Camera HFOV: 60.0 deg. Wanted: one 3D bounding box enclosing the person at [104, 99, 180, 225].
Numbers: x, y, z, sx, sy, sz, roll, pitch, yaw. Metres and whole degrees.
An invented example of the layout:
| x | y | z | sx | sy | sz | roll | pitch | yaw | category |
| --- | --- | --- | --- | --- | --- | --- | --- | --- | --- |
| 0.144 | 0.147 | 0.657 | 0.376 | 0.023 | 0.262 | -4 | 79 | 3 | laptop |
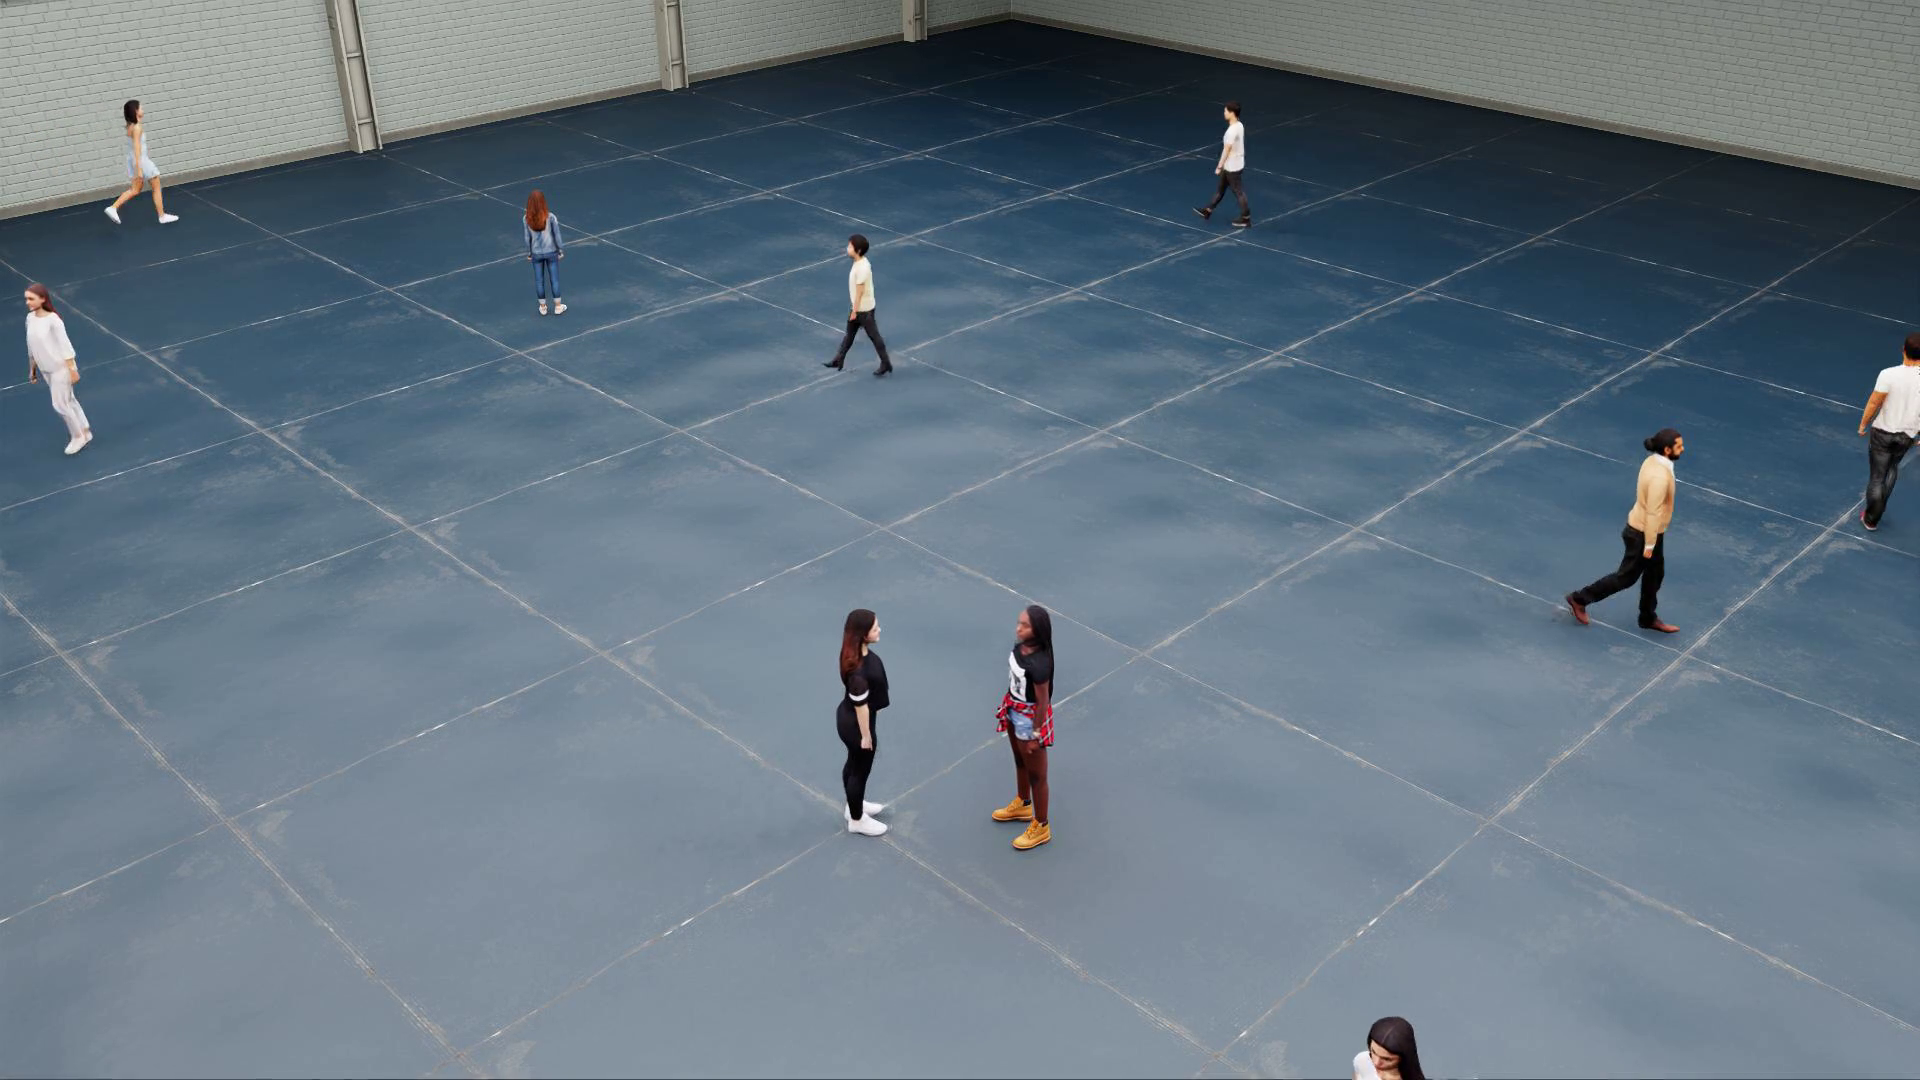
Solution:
| x | y | z | sx | sy | sz | roll | pitch | yaw | category |
| --- | --- | --- | --- | --- | --- | --- | --- | --- | --- |
| -11.096 | -4.991 | 22.282 | 1.142 | 1.685 | 0.675 | -19 | 34 | -32 | person |

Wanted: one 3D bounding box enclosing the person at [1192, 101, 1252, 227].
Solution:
| x | y | z | sx | sy | sz | roll | pitch | yaw | category |
| --- | --- | --- | --- | --- | --- | --- | --- | --- | --- |
| 3.754 | -5.020 | 22.341 | 1.029 | 1.680 | 1.096 | 7 | 29 | 14 | person |

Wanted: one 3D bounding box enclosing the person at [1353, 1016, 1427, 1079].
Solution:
| x | y | z | sx | sy | sz | roll | pitch | yaw | category |
| --- | --- | --- | --- | --- | --- | --- | --- | --- | --- |
| 1.971 | 2.809 | 7.554 | 0.891 | 1.760 | 0.721 | -18 | 33 | -29 | person |

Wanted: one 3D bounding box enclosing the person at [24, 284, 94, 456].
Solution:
| x | y | z | sx | sy | sz | roll | pitch | yaw | category |
| --- | --- | --- | --- | --- | --- | --- | --- | --- | --- |
| -8.686 | -1.692 | 16.098 | 0.704 | 1.674 | 0.744 | 13 | 30 | 22 | person |

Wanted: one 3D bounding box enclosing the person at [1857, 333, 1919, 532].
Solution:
| x | y | z | sx | sy | sz | roll | pitch | yaw | category |
| --- | --- | --- | --- | --- | --- | --- | --- | --- | --- |
| 8.172 | -0.909 | 14.497 | 0.810 | 1.796 | 0.856 | 3 | 28 | 6 | person |

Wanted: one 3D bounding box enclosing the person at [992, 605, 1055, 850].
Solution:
| x | y | z | sx | sy | sz | roll | pitch | yaw | category |
| --- | --- | --- | --- | --- | --- | --- | --- | --- | --- |
| 0.441 | 1.174 | 10.663 | 0.725 | 1.725 | 0.700 | -10 | 30 | -18 | person |

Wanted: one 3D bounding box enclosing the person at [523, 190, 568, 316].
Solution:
| x | y | z | sx | sy | sz | roll | pitch | yaw | category |
| --- | --- | --- | --- | --- | --- | --- | --- | --- | --- |
| -4.866 | -3.364 | 19.447 | 0.628 | 1.477 | 0.703 | -2 | 28 | -4 | person |

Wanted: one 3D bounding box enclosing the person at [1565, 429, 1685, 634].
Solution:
| x | y | z | sx | sy | sz | roll | pitch | yaw | category |
| --- | --- | --- | --- | --- | --- | --- | --- | --- | --- |
| 5.259 | -0.061 | 12.971 | 1.026 | 1.735 | 1.161 | 11 | 30 | 19 | person |

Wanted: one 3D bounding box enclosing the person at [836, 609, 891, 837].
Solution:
| x | y | z | sx | sy | sz | roll | pitch | yaw | category |
| --- | --- | --- | --- | --- | --- | --- | --- | --- | --- |
| -0.654 | 1.164 | 10.772 | 0.754 | 1.639 | 0.714 | -4 | 28 | -8 | person |

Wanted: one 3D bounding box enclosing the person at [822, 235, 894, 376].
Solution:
| x | y | z | sx | sy | sz | roll | pitch | yaw | category |
| --- | --- | --- | --- | --- | --- | --- | --- | --- | --- |
| -0.950 | -2.460 | 17.674 | 1.074 | 1.548 | 0.959 | -3 | 28 | -6 | person |
